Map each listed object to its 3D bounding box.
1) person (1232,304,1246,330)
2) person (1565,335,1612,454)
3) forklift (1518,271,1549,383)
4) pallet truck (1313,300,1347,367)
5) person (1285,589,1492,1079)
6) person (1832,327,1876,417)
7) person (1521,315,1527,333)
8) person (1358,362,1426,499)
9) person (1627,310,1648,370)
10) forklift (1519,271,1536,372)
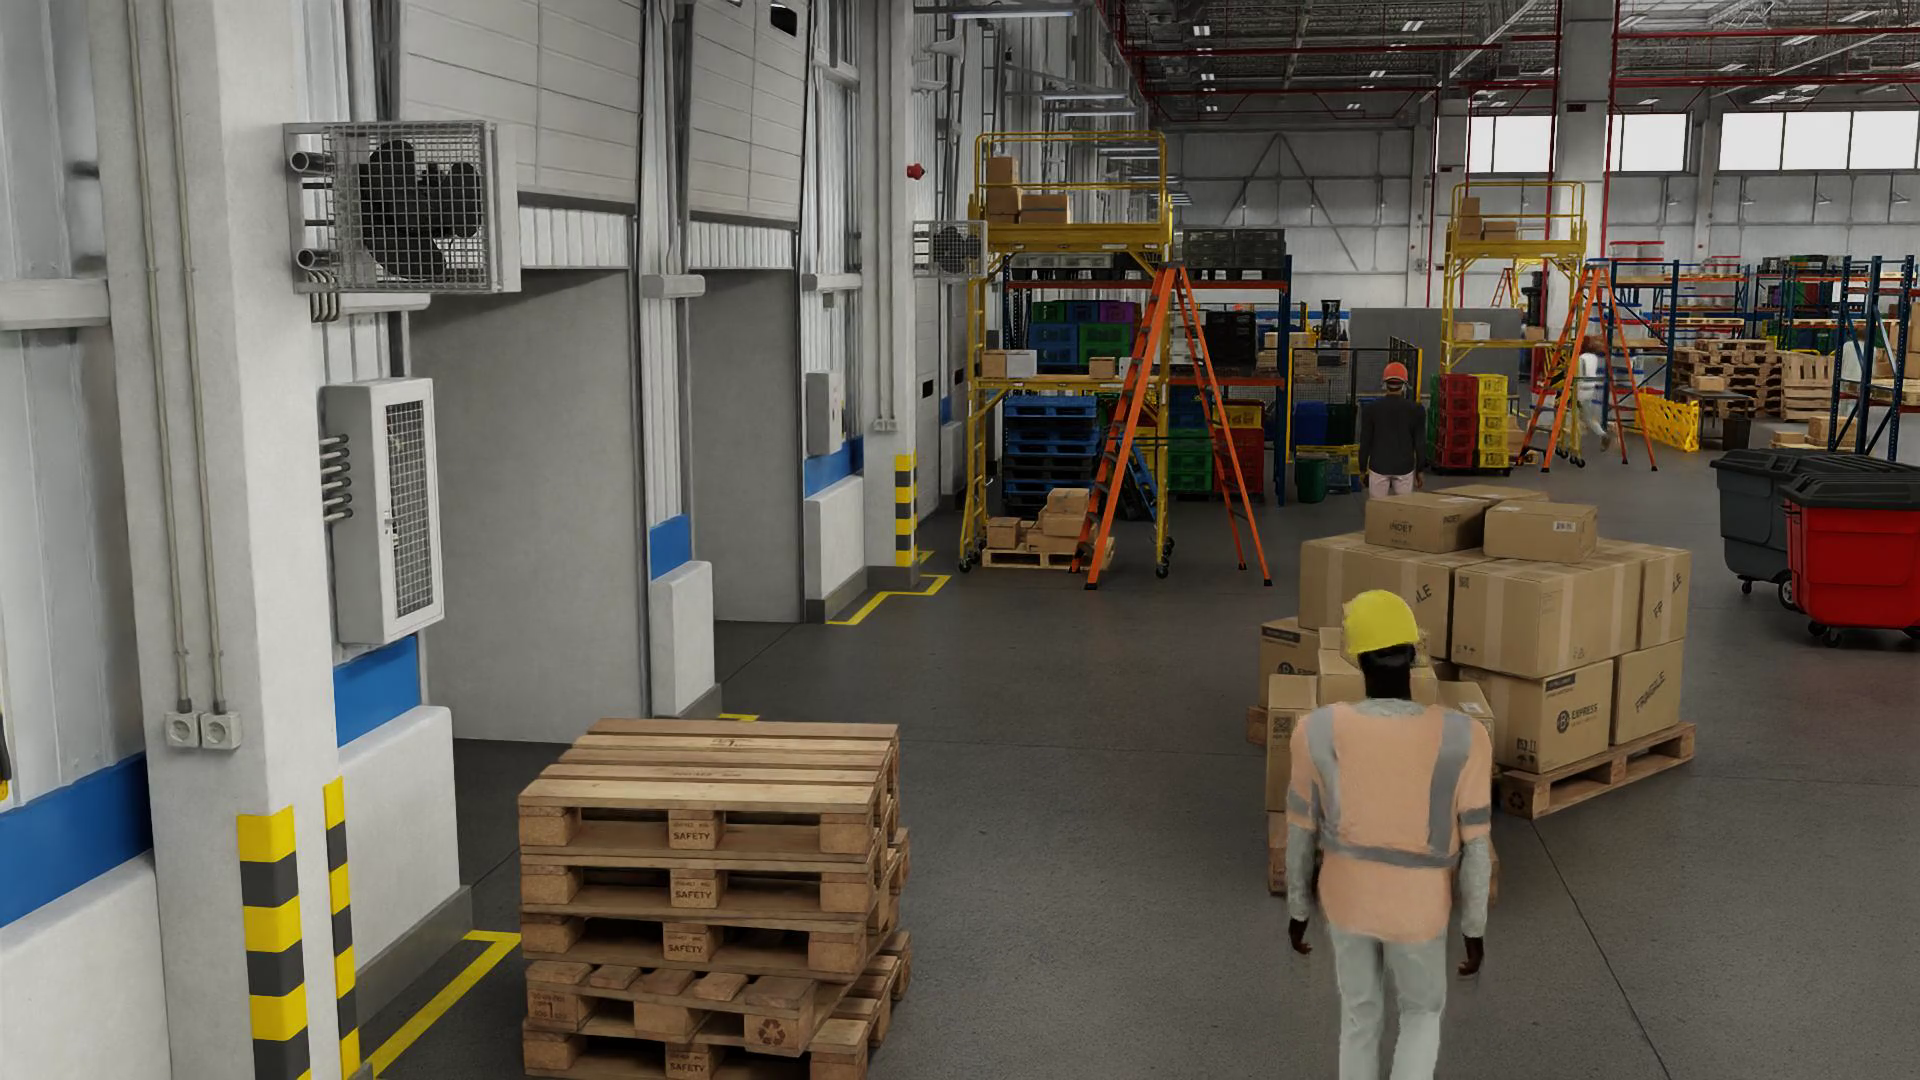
[{"bbox_3d":[7.816,-5.703,47.002,0.567,1.882,0.978,6,11,33],"label":"person"},{"bbox_3d":[9.687,-2.238,25.702,0.575,1.865,0.732,-6,11,-31],"label":"person"},{"bbox_3d":[14.928,-5.367,41.864,1.129,2.768,1.873,6,11,35],"label":"forklift"},{"bbox_3d":[11.159,-6.200,49.718,0.823,1.965,1.885,4,10,26],"label":"pallet truck"},{"bbox_3d":[1.290,1.088,5.048,0.608,1.898,0.427,3,10,20],"label":"person"},{"bbox_3d":[15.354,-2.716,28.607,0.623,1.873,1.071,6,11,32],"label":"person"},{"bbox_3d":[15.780,-5.485,46.553,0.521,1.596,0.833,-2,9,-10],"label":"person"},{"bbox_3d":[4.044,-0.667,15.598,0.624,1.992,0.386,1,9,7],"label":"person"},{"bbox_3d":[17.730,-5.185,43.664,0.627,1.934,0.371,-1,9,-4],"label":"person"},{"bbox_3d":[16.079,-6.008,45.821,1.873,2.768,1.129,-3,10,-19],"label":"forklift"}]
